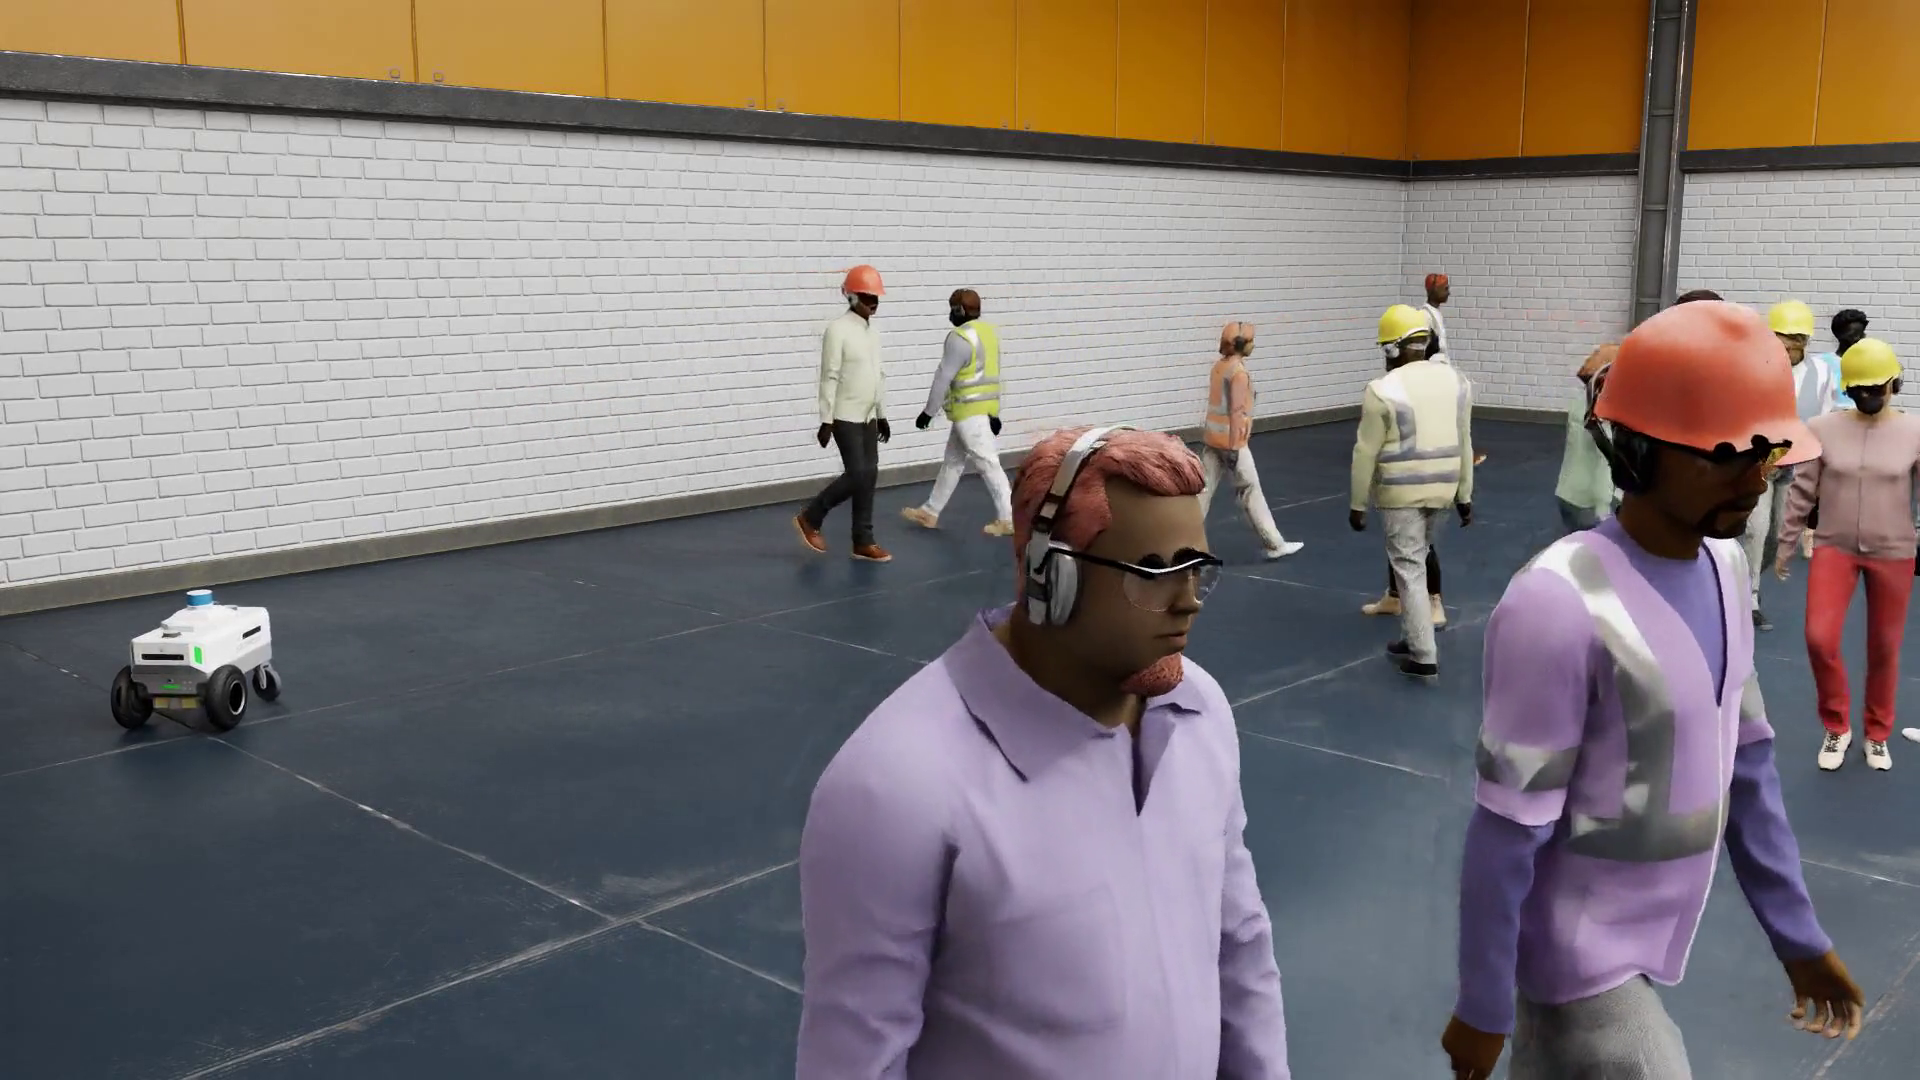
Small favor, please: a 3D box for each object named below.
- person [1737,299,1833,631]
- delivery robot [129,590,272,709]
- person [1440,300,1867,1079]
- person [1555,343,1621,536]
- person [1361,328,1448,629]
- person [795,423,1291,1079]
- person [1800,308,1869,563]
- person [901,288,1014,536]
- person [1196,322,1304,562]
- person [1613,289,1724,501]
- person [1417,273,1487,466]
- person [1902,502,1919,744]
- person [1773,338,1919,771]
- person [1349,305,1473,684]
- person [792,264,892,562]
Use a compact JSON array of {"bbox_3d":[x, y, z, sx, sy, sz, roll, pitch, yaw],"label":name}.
[{"bbox_3d":[4.432,-0.417,9.120,0.617,1.809,0.561,-1,10,-4],"label":"person"},{"bbox_3d":[-3.366,0.465,7.395,0.477,0.478,0.707,0,10,2],"label":"delivery robot"},{"bbox_3d":[1.115,0.642,2.554,0.993,1.985,0.599,9,13,40],"label":"person"},{"bbox_3d":[3.069,-0.178,8.311,0.516,1.611,0.530,0,10,0],"label":"person"},{"bbox_3d":[2.469,-0.350,9.141,0.337,1.672,0.615,-3,10,-16],"label":"person"},{"bbox_3d":[0.189,0.806,1.955,0.811,1.873,0.645,8,13,39],"label":"person"},{"bbox_3d":[5.769,-0.661,10.863,0.540,1.686,0.401,-1,10,-6],"label":"person"},{"bbox_3d":[0.036,-0.927,12.113,0.998,1.790,0.633,4,11,19],"label":"person"},{"bbox_3d":[1.821,-0.630,10.926,0.854,1.591,0.529,-2,10,-13],"label":"person"},{"bbox_3d":[3.062,-0.147,7.361,0.675,1.900,0.638,7,12,36],"label":"person"},{"bbox_3d":[4.463,-1.572,15.602,0.978,1.831,0.599,4,11,24],"label":"person"},{"bbox_3d":[4.147,-0.060,6.784,0.600,1.910,0.464,-5,11,-24],"label":"person"},{"bbox_3d":[3.564,0.072,6.560,0.645,1.725,0.557,6,12,32],"label":"person"},{"bbox_3d":[2.133,-0.229,8.057,0.602,1.798,0.676,-4,11,-24],"label":"person"},{"bbox_3d":[-0.727,-0.821,10.942,0.589,1.971,0.644,5,11,25],"label":"person"}]
